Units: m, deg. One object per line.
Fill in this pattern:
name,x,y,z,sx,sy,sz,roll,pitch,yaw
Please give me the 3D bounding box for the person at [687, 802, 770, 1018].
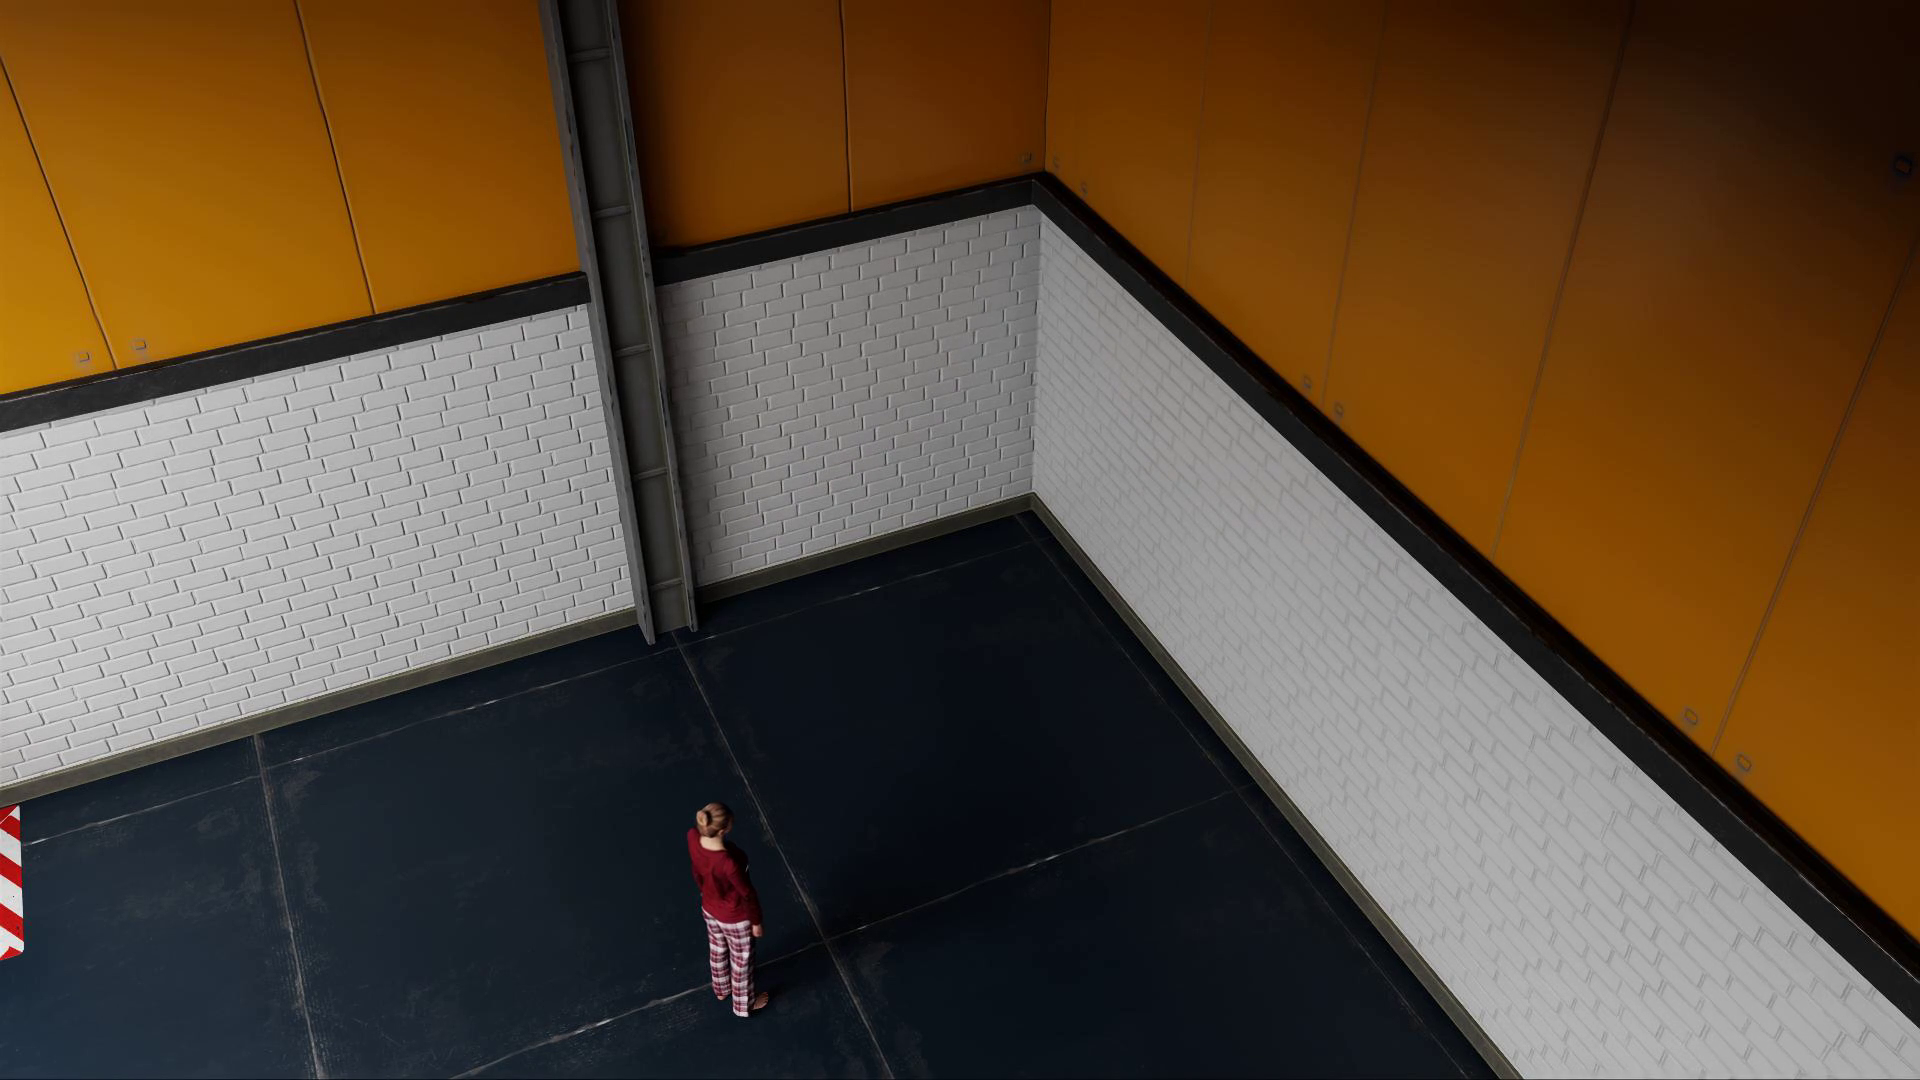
person,-1.328,2.082,9.497,0.688,1.699,0.652,28,46,30
